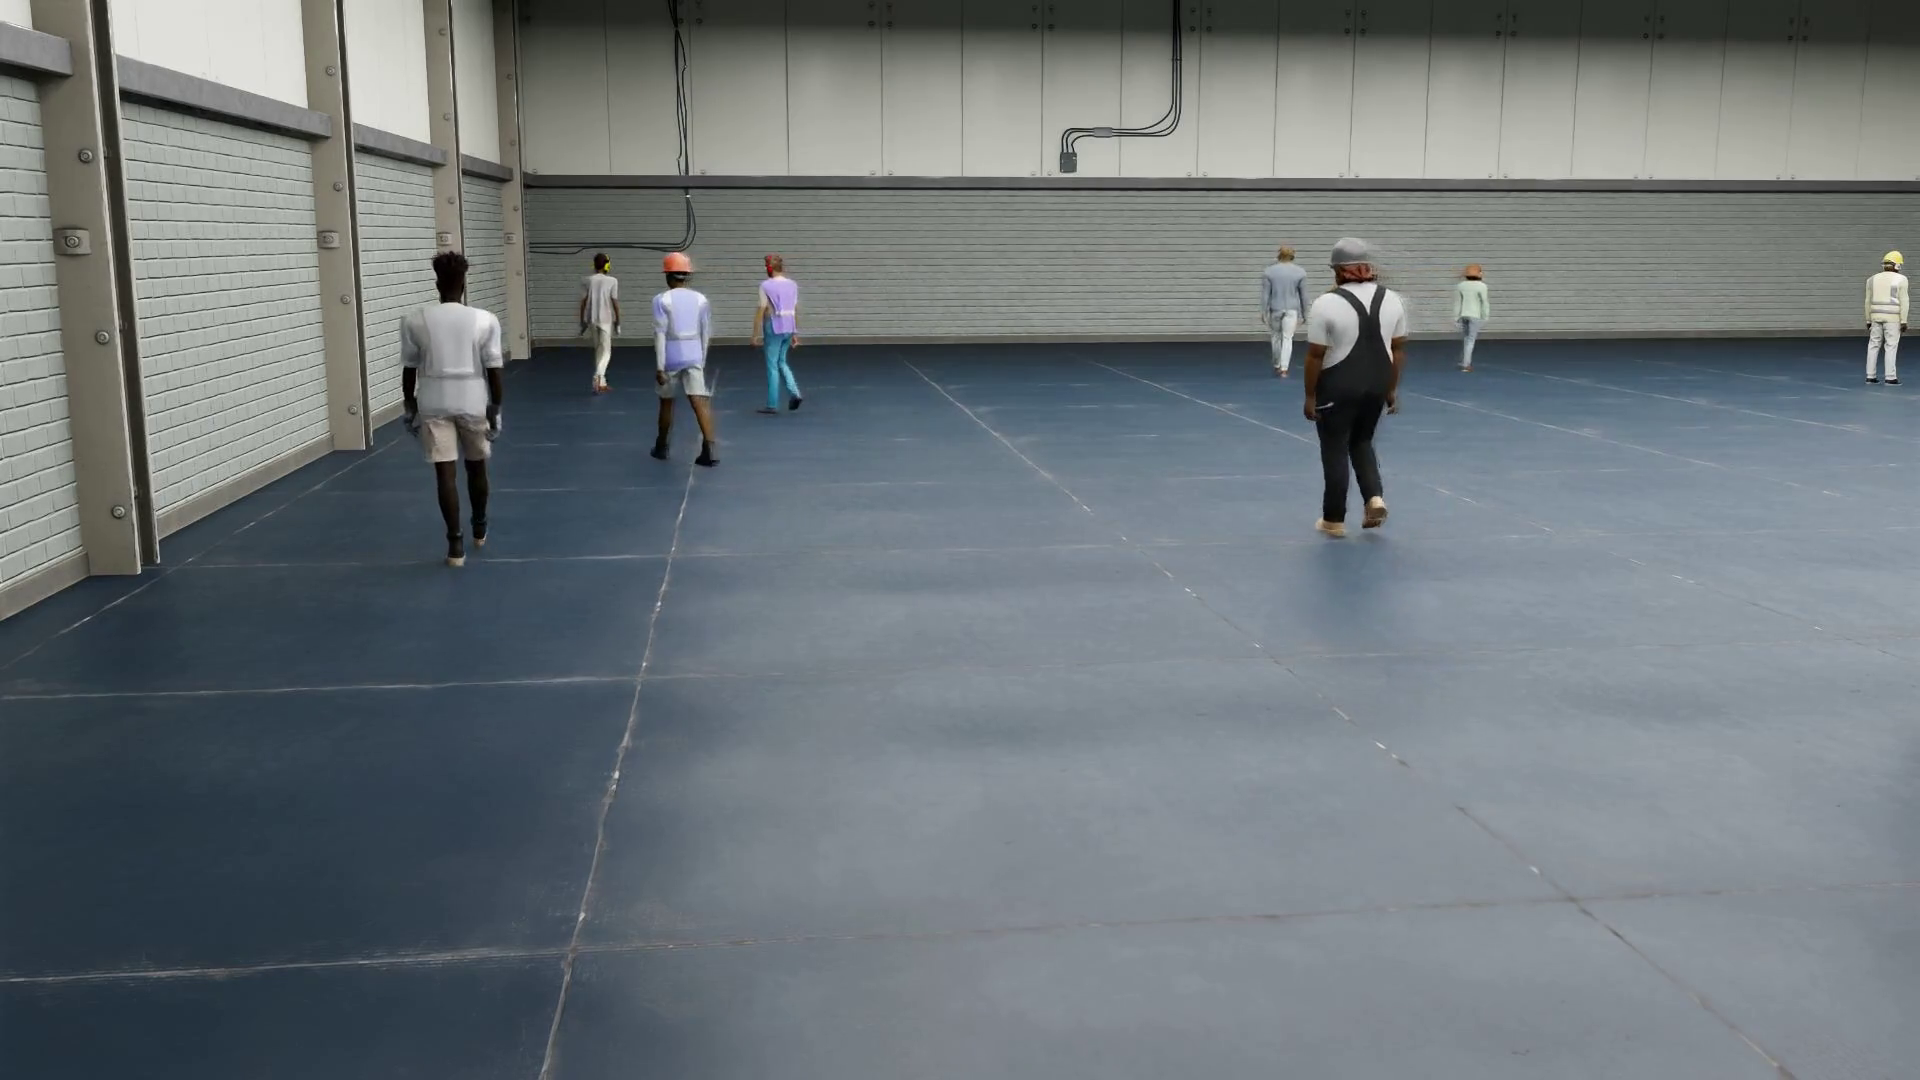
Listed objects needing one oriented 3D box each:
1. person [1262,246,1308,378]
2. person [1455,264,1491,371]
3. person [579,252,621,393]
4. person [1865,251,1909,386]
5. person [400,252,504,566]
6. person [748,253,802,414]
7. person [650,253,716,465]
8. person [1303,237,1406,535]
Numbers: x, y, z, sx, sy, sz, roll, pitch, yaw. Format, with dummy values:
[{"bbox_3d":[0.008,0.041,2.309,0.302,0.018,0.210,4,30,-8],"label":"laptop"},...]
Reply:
[{"bbox_3d":[4.740,-3.327,24.243,0.656,1.878,1.048,3,11,16],"label":"person"},{"bbox_3d":[7.792,-3.363,25.190,0.558,1.618,0.504,-7,13,-35],"label":"person"},{"bbox_3d":[-4.671,-2.786,21.442,0.574,1.835,0.770,2,11,11],"label":"person"},{"bbox_3d":[12.663,-3.017,22.708,0.403,1.824,0.589,-6,12,-28],"label":"person"},{"bbox_3d":[-3.215,-0.844,10.543,0.615,1.910,0.986,-4,11,-20],"label":"person"},{"bbox_3d":[-2.110,-2.350,19.020,0.470,1.833,0.595,7,13,34],"label":"person"},{"bbox_3d":[-2.484,-1.619,14.889,0.564,1.889,1.007,-7,13,-34],"label":"person"},{"bbox_3d":[2.619,-1.042,11.285,0.706,2.000,0.536,-3,11,-17],"label":"person"}]
